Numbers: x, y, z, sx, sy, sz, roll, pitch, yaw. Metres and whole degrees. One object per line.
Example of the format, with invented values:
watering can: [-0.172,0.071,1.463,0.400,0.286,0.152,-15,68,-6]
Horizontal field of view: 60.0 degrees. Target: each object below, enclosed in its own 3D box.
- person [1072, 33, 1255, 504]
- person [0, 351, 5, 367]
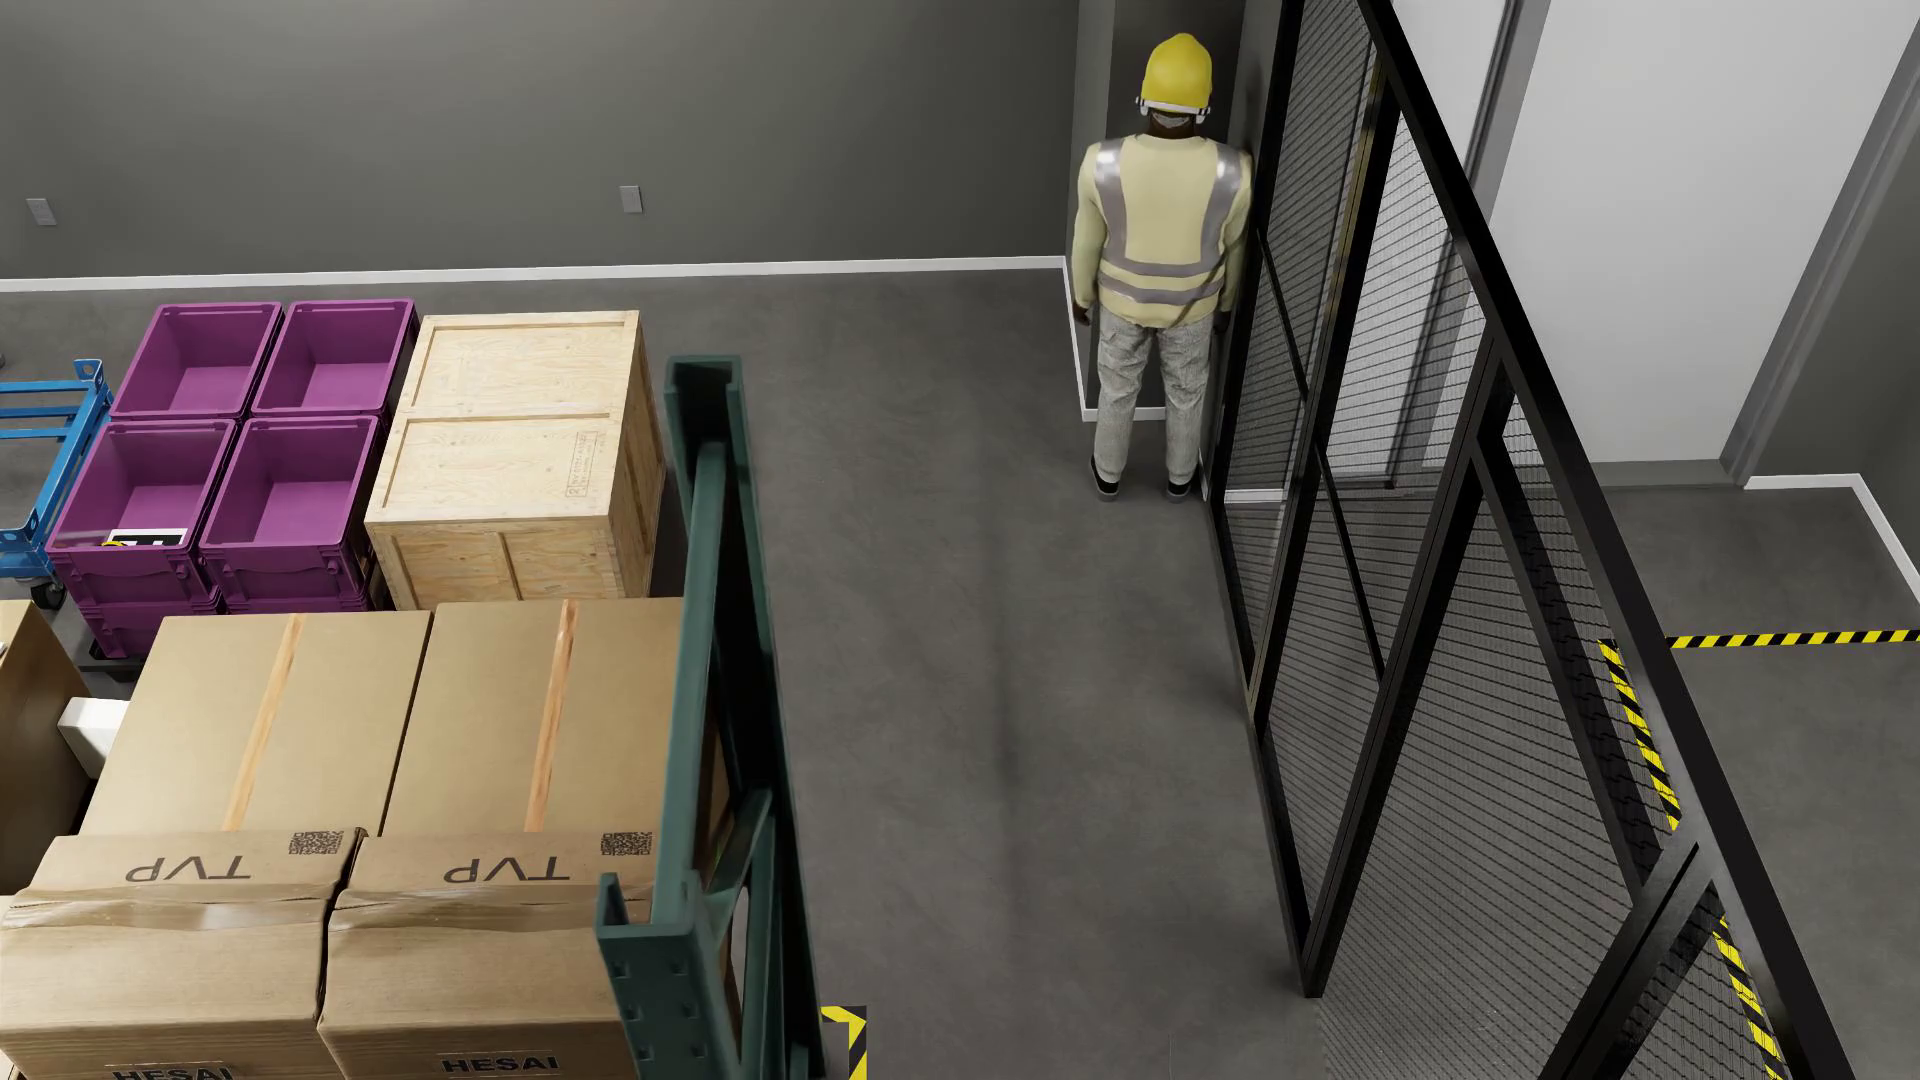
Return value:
person: [0.671,-0.860,5.649,0.587,1.835,0.404,5,47,5]
person: [-4.036,-1.273,5.972,0.371,1.941,0.627,-3,46,-3]
